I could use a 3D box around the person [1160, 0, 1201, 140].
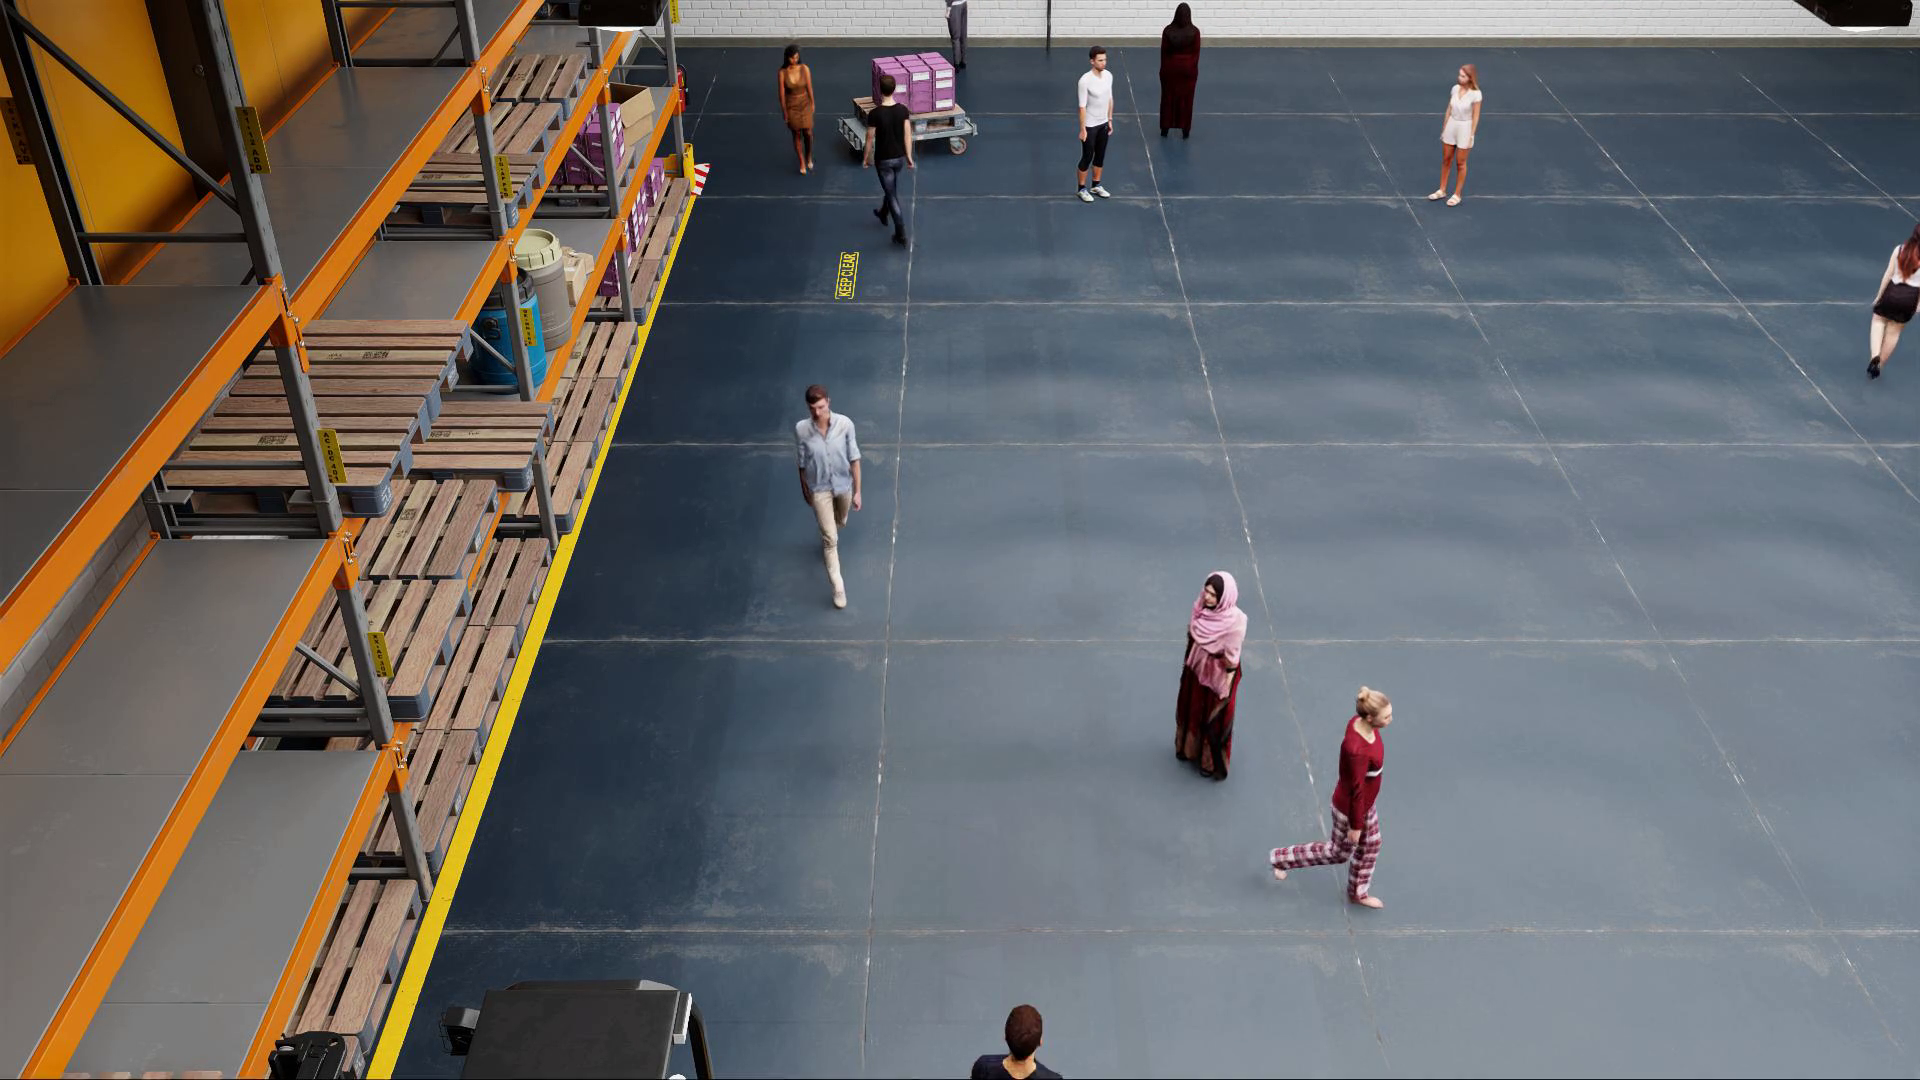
[{"bbox_3d":[2.852,-6.099,21.631,0.673,1.758,0.612,3,34,4],"label":"person"}]

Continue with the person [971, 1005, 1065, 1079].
[{"bbox_3d":[0.266,2.970,7.911,0.746,1.842,0.819,9,35,14],"label":"person"}]

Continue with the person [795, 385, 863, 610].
[{"bbox_3d":[-1.034,-0.454,13.091,0.880,1.810,1.275,-10,35,-14],"label":"person"}]

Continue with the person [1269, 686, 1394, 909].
[{"bbox_3d":[2.318,1.574,10.158,0.909,1.680,1.000,12,35,17],"label":"person"}]

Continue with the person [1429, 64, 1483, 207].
[{"bbox_3d":[5.954,-4.845,19.801,0.736,1.696,0.668,-25,41,-32],"label":"person"}]

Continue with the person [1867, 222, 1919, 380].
[{"bbox_3d":[9.011,-2.266,15.972,0.711,1.638,0.781,15,37,22],"label":"person"}]

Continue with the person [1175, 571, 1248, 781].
[{"bbox_3d":[1.708,0.875,11.253,0.834,1.632,0.733,-20,39,-27],"label":"person"}]

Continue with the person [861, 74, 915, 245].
[{"bbox_3d":[-0.763,-4.249,18.762,1.062,1.853,1.307,-15,37,-22],"label":"person"}]

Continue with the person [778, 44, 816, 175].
[{"bbox_3d":[-2.023,-5.346,20.584,0.638,1.662,0.631,-9,35,-13],"label":"person"}]

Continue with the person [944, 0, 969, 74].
[{"bbox_3d":[-0.045,-7.649,23.942,0.714,1.782,0.609,20,38,27],"label":"person"}]

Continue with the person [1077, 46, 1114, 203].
[{"bbox_3d":[1.609,-4.989,19.880,0.741,1.848,0.782,-25,41,-32],"label":"person"}]
